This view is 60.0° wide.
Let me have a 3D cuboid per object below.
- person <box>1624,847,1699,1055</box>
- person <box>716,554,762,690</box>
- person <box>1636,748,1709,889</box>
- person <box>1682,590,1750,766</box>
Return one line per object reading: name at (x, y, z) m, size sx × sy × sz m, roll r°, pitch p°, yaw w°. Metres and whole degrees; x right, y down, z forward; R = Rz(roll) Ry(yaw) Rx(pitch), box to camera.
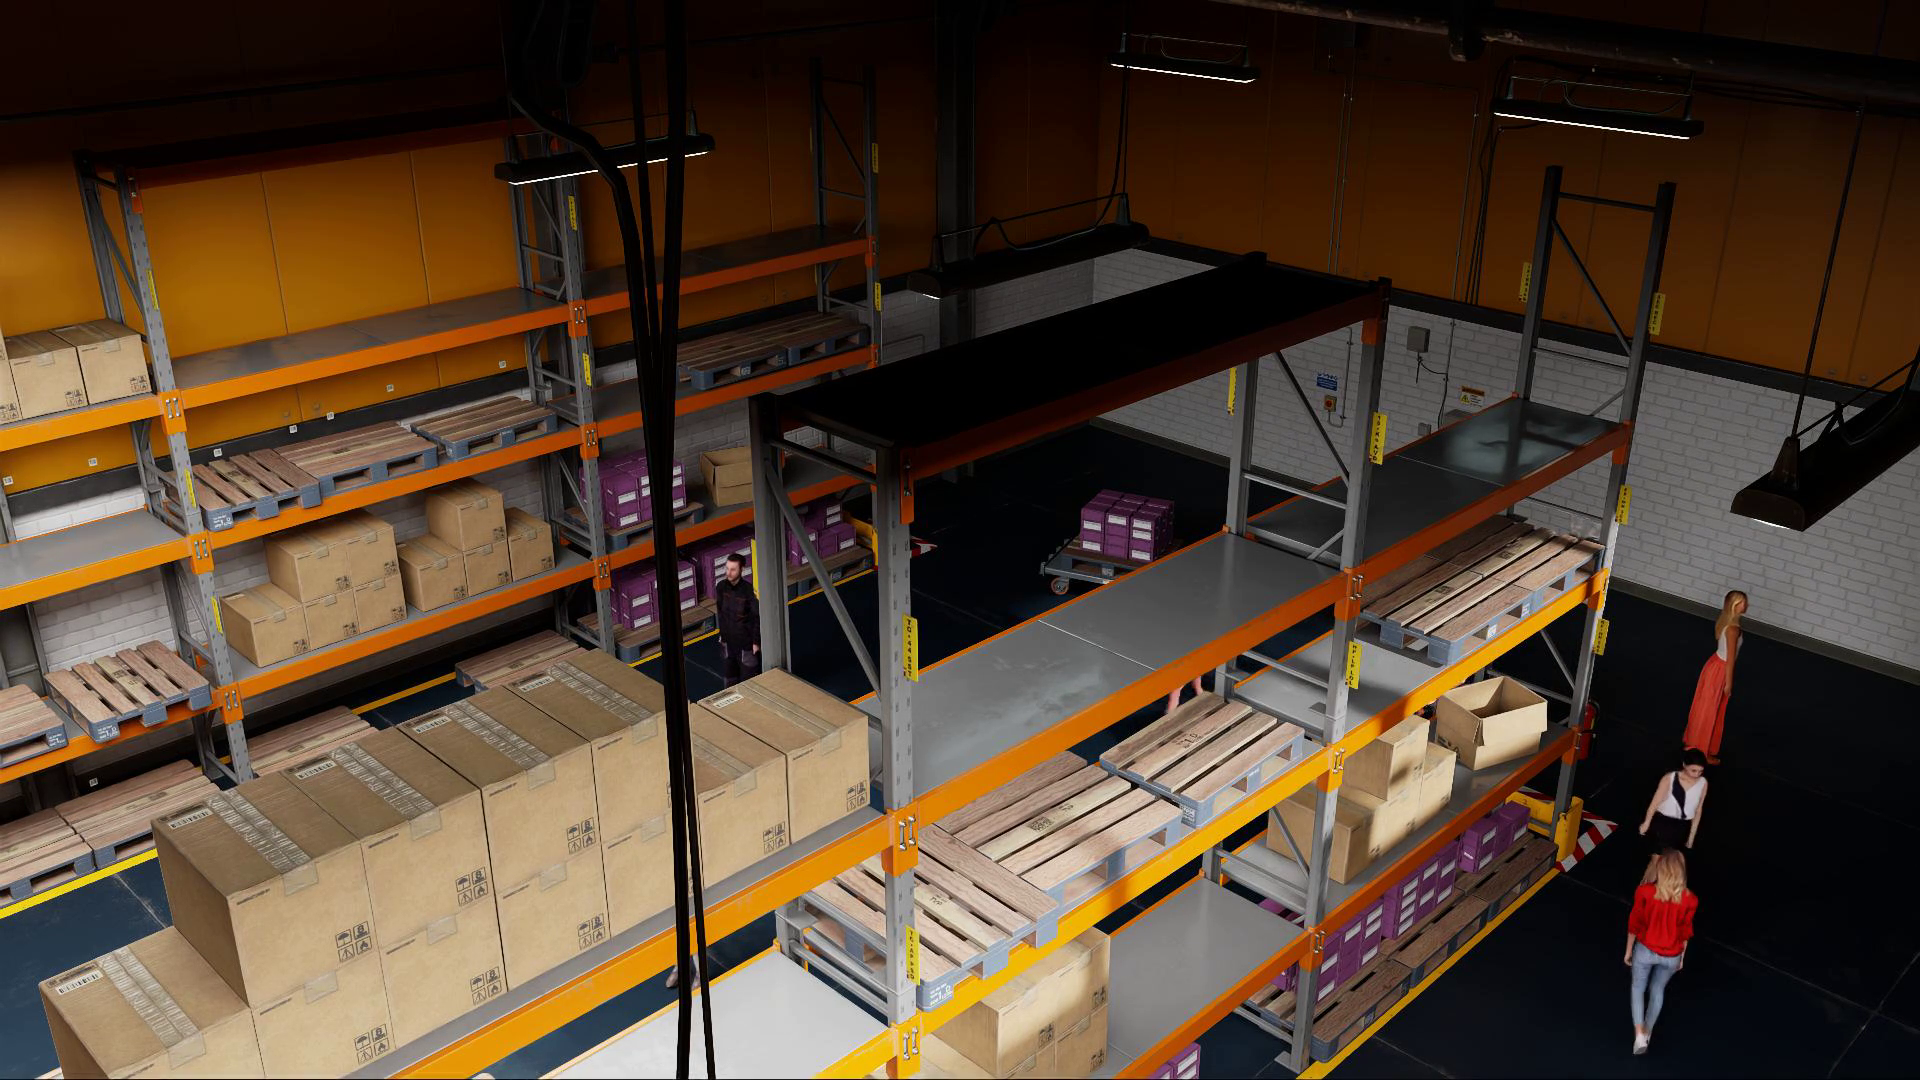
person at (5.120, 3.087, 12.207) m, size 0.832 × 1.685 × 0.967 m, roll 8°, pitch 25°, yaw 18°
person at (-2.216, 1.010, 16.664) m, size 0.757 × 1.921 × 0.709 m, roll 11°, pitch 26°, yaw 24°
person at (5.896, 2.384, 13.897) m, size 0.847 × 1.620 × 0.897 m, roll 1°, pitch 24°, yaw 2°
person at (7.368, 1.306, 16.135) m, size 0.789 × 1.802 × 0.675 m, roll 7°, pitch 25°, yaw 16°
